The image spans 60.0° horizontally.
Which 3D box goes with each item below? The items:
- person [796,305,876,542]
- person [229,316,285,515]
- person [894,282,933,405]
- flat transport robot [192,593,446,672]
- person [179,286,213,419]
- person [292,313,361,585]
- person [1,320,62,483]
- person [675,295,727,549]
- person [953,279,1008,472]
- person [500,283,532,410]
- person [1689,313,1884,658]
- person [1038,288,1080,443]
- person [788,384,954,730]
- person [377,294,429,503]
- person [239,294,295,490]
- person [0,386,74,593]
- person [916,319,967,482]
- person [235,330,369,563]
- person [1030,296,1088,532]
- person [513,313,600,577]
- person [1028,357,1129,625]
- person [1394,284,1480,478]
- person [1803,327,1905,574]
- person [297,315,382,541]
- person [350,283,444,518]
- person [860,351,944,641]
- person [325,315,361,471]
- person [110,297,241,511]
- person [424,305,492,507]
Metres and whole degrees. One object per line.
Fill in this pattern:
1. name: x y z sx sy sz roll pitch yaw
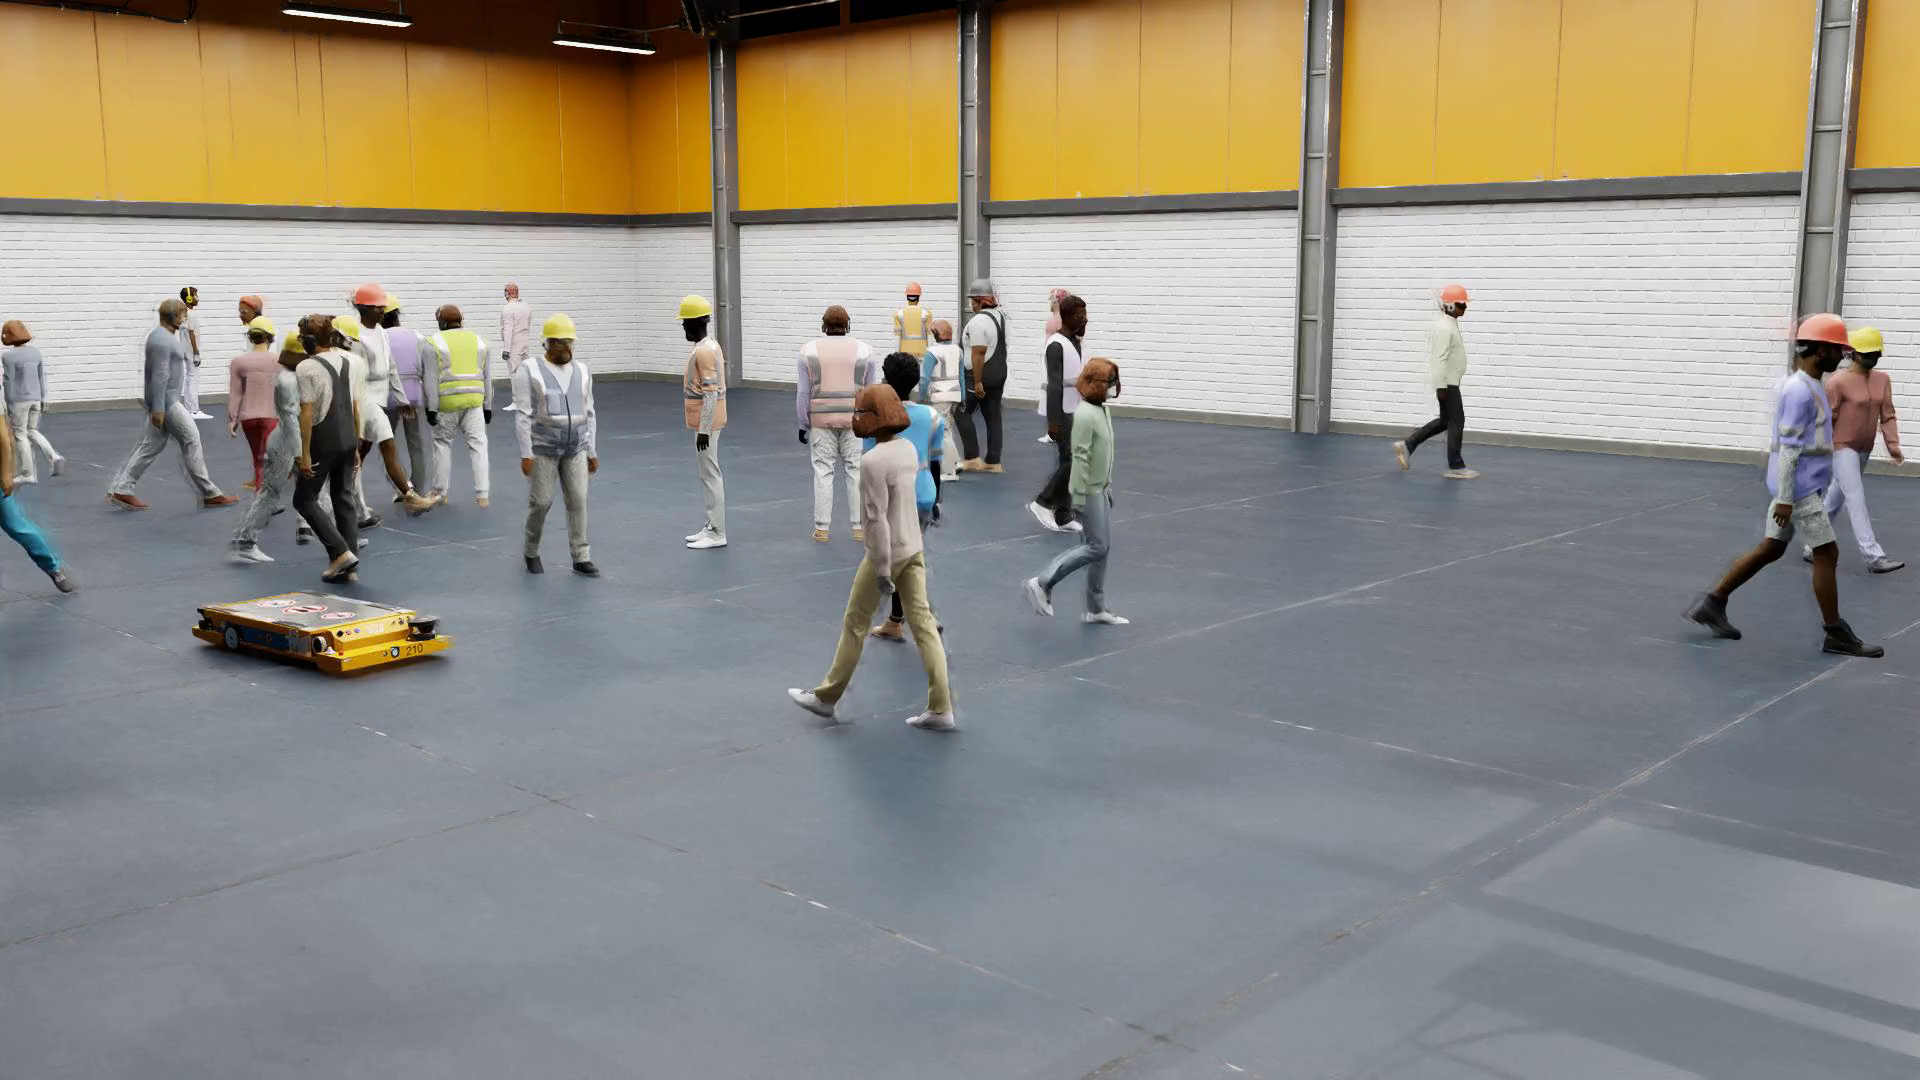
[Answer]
1. person: -0.954 -0.902 12.959 0.636 1.840 0.429 -1 9 -8
2. person: -5.891 -1.015 13.993 0.524 1.729 0.811 1 9 4
3. person: -0.633 -2.547 22.741 0.543 1.939 0.361 0 9 1
4. flat transport robot: -3.578 0.486 9.244 1.431 0.197 0.652 7 11 36
5. person: -10.858 -2.643 23.543 0.328 1.872 0.515 -7 12 -38
6. person: -4.222 -0.596 11.100 0.408 1.827 0.549 4 10 25
7. person: -9.220 -1.365 16.458 0.422 1.618 0.518 2 9 12
8. person: -1.961 -0.895 12.651 0.372 1.923 0.593 -1 9 -9
9. person: 0.189 -1.714 17.324 0.599 2.000 0.695 6 11 31
10. person: -6.691 -2.892 24.972 0.401 1.904 0.640 3 10 17
11. person: 4.628 -0.318 9.278 0.991 1.888 0.537 5 11 30
12. person: 1.261 -2.104 20.146 0.588 1.889 0.650 7 11 35
13. person: -0.387 0.078 7.689 0.852 1.590 0.500 5 11 28
14. person: -5.023 -1.246 14.881 0.644 1.897 0.432 -9 13 -42
15. person: -6.666 -1.413 15.960 0.447 1.875 0.593 -7 12 -38
16. person: -6.065 -0.453 10.362 0.599 1.800 0.840 1 9 7
17. person: -0.179 -1.382 16.569 0.418 1.621 0.509 7 12 37
18. person: -4.800 -0.668 11.987 0.939 1.677 0.507 -1 9 -8
19. person: 0.858 -0.992 13.307 0.442 1.905 0.626 3 10 20
20. person: -2.781 -0.646 11.495 0.601 1.842 0.511 -7 12 -38
21. person: 0.720 -0.277 9.835 0.501 1.615 0.518 3 10 16
22. person: 4.887 -1.612 16.918 0.802 1.968 0.622 3 10 19
23. person: 6.277 -0.616 11.566 0.516 1.710 0.899 -4 10 -21
24. person: -4.996 -0.881 13.106 0.721 1.763 0.914 1 9 5
25. person: -4.917 -1.177 14.167 1.026 1.987 0.637 0 9 2
26. person: -0.288 -0.203 9.198 0.537 1.673 0.758 -7 12 -36
27. person: -5.871 -1.291 15.794 0.551 1.685 0.548 7 12 38
28. person: -6.980 -1.187 14.585 1.046 1.879 0.657 -4 10 -25
29. person: -4.523 -1.195 14.920 0.654 1.804 0.734 -8 13 -42
